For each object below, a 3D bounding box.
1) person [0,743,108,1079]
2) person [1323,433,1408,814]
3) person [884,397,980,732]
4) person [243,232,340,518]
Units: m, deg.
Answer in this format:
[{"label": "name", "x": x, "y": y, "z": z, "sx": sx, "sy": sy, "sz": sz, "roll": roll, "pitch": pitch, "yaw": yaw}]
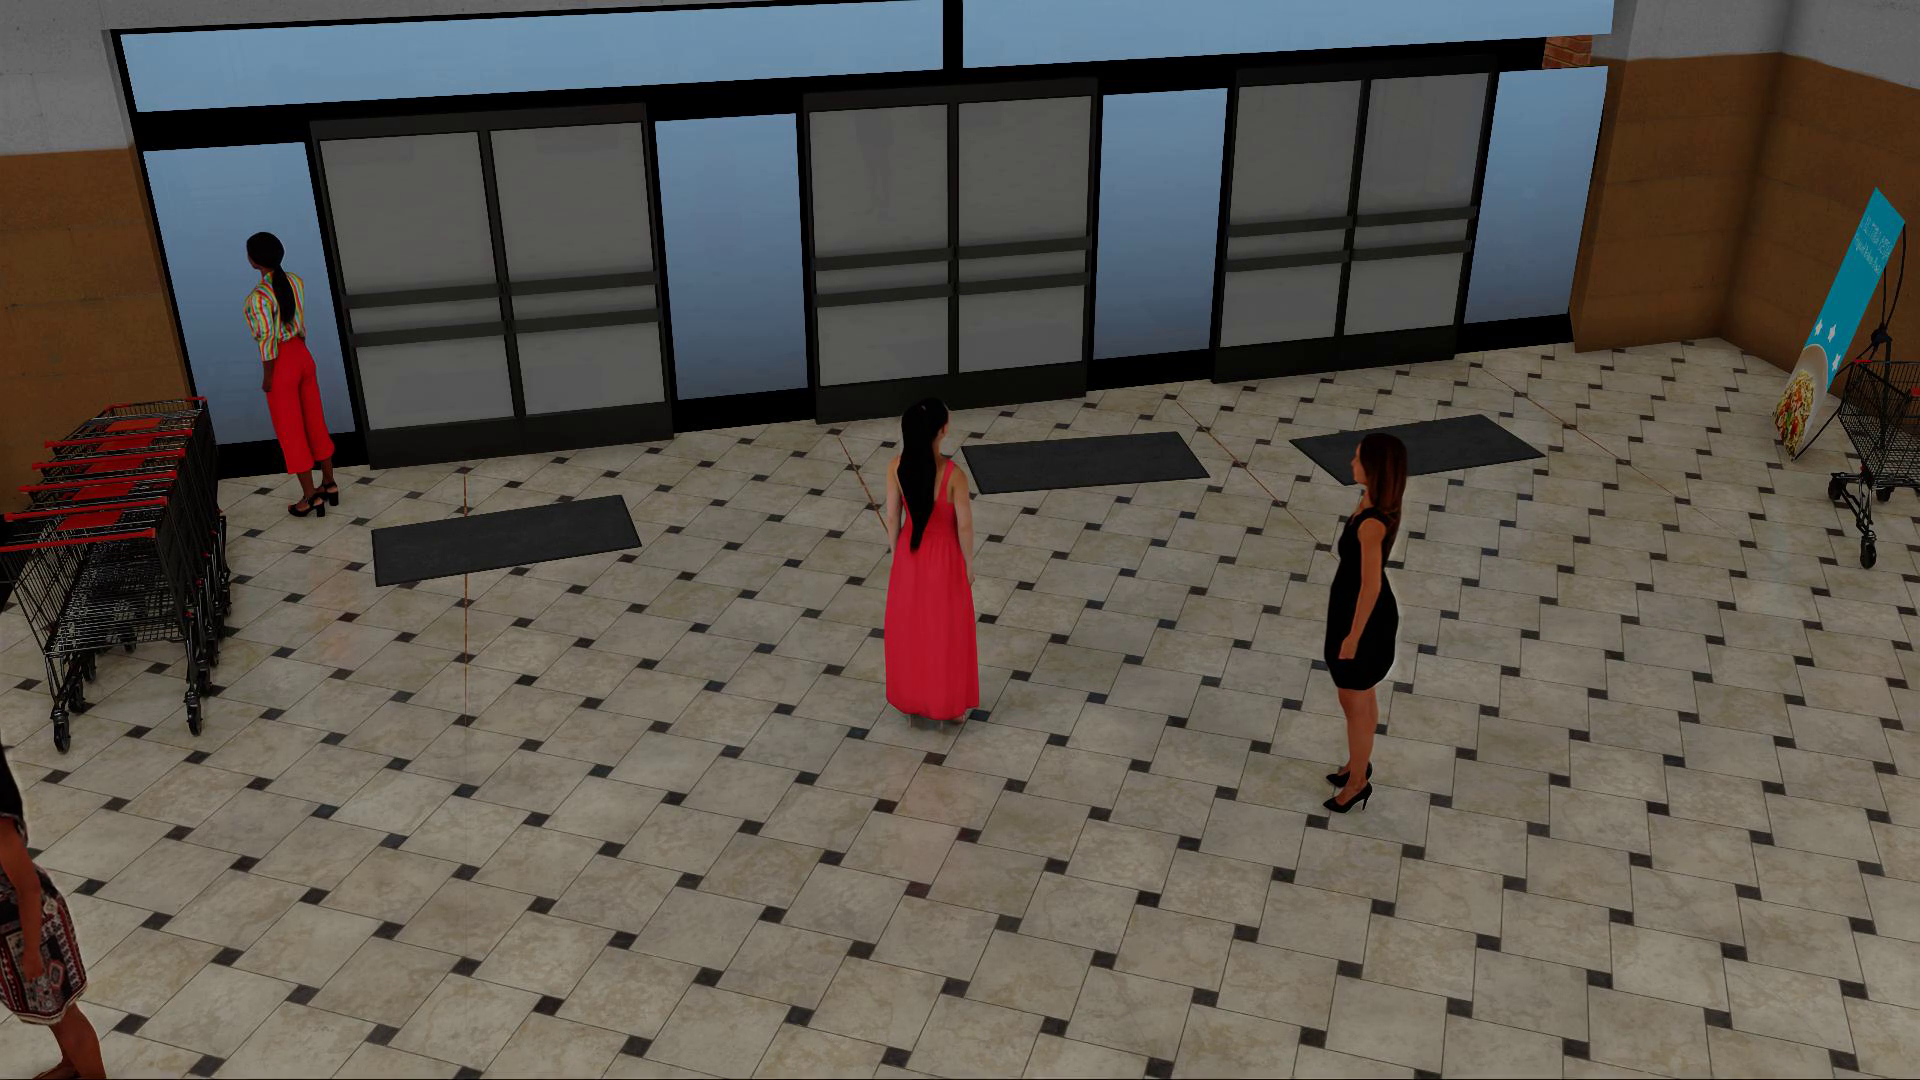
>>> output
[{"label": "person", "x": -3.222, "y": 1.309, "z": 5.707, "sx": 0.784, "sy": 1.645, "sz": 0.639, "roll": -23, "pitch": 35, "yaw": -37}, {"label": "person", "x": 1.765, "y": 0.388, "z": 7.315, "sx": 0.729, "sy": 1.834, "sz": 0.633, "roll": 8, "pitch": 28, "yaw": 16}, {"label": "person", "x": -0.147, "y": 0.129, "z": 7.945, "sx": 0.716, "sy": 1.725, "sz": 0.750, "roll": 10, "pitch": 28, "yaw": 18}, {"label": "person", "x": -4.069, "y": -0.996, "z": 10.089, "sx": 0.735, "sy": 1.793, "sz": 0.630, "roll": 7, "pitch": 28, "yaw": 14}]
